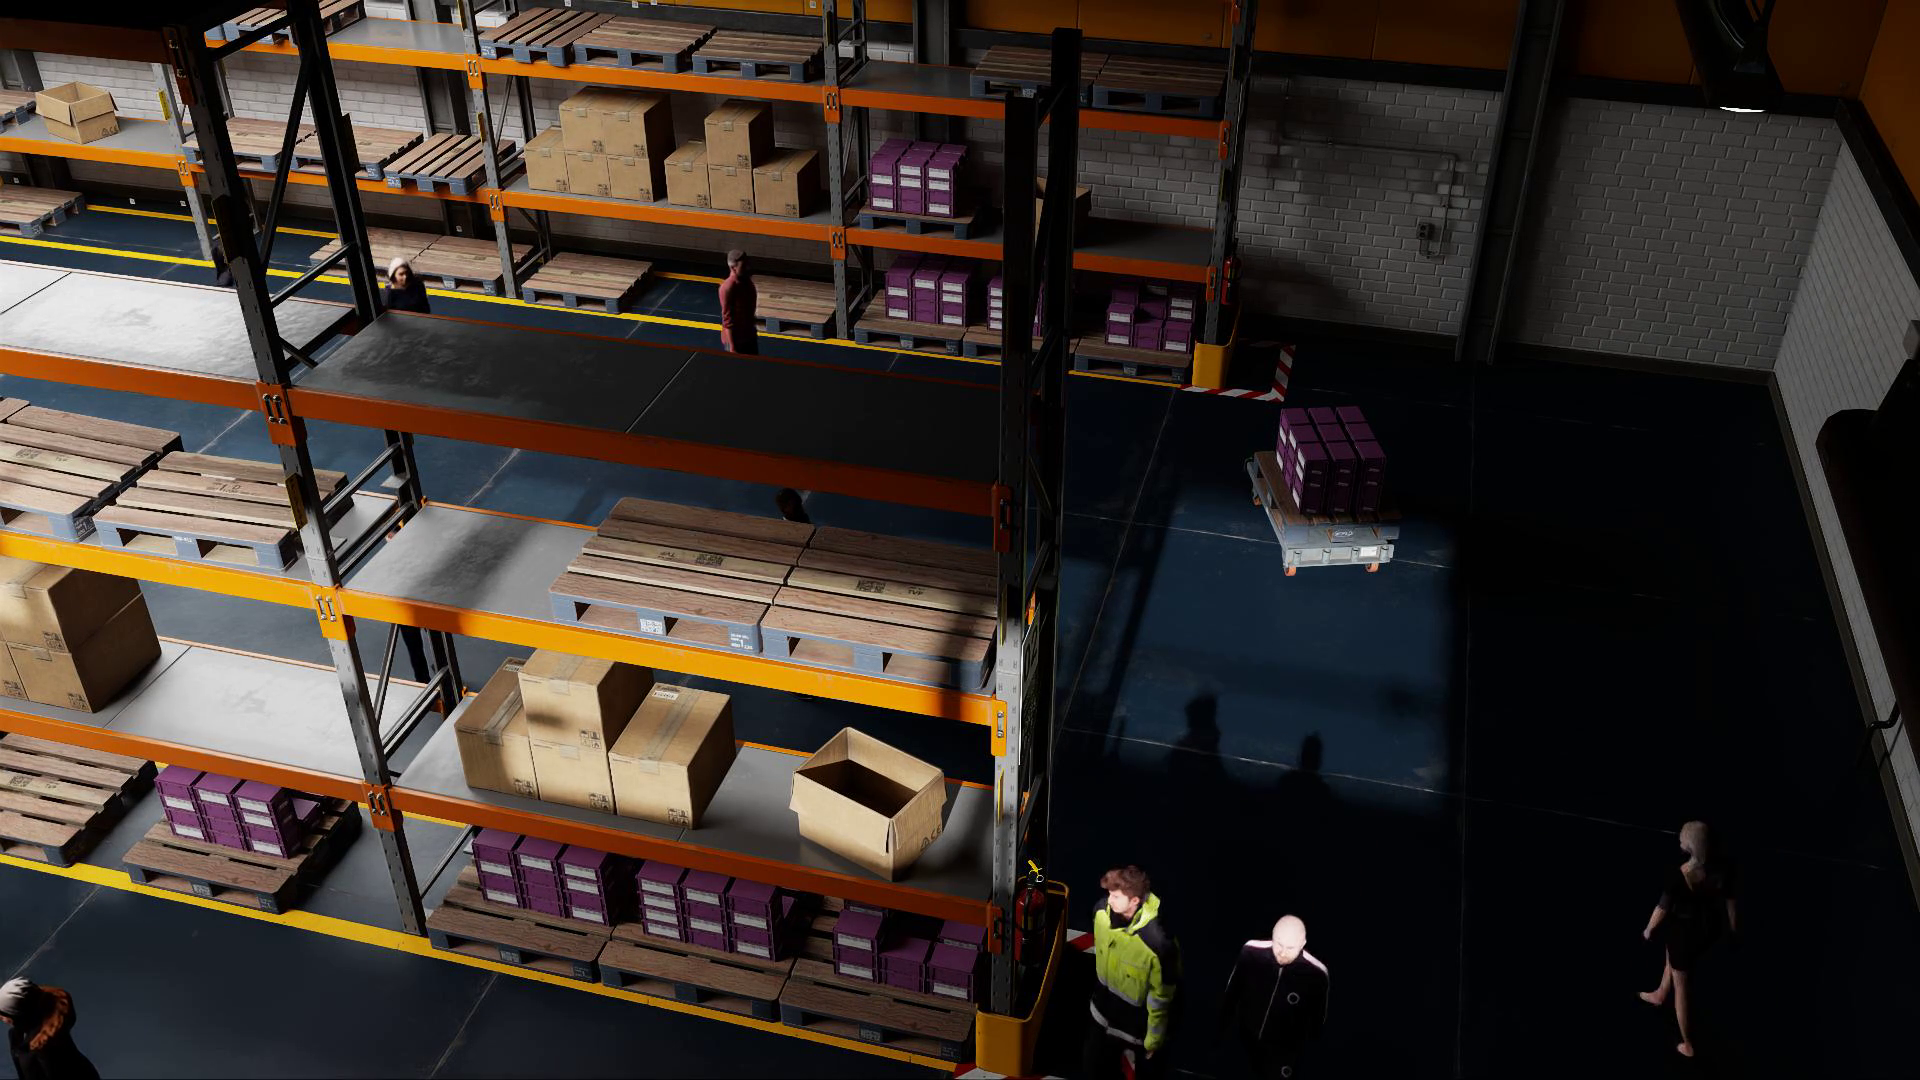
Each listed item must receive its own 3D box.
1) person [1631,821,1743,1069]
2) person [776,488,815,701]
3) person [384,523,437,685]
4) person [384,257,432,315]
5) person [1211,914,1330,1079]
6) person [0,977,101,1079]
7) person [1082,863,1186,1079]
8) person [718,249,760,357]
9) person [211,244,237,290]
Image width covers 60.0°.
[{"bbox_3d":[4.332,2.382,9.730,0.966,1.779,0.986,-4,34,-6],"label":"person"},{"bbox_3d":[-1.259,0.386,12.713,0.572,1.800,0.666,11,35,16],"label":"person"},{"bbox_3d":[-4.192,0.499,12.763,0.592,1.557,0.592,20,38,27],"label":"person"},{"bbox_3d":[-5.409,-2.011,16.383,0.800,1.731,0.862,-24,40,-31],"label":"person"},{"bbox_3d":[1.758,2.681,9.278,1.213,1.782,0.969,17,37,24],"label":"person"},{"bbox_3d":[-4.826,2.960,8.992,0.790,1.633,0.711,-24,41,-32],"label":"person"},{"bbox_3d":[1.049,2.526,9.356,0.887,1.953,1.003,24,41,32],"label":"person"},{"bbox_3d":[-2.161,-2.011,16.302,0.629,1.820,0.764,10,35,14],"label":"person"},{"bbox_3d":[-7.218,-2.153,16.626,1.073,1.698,0.718,3,34,4],"label":"person"}]
